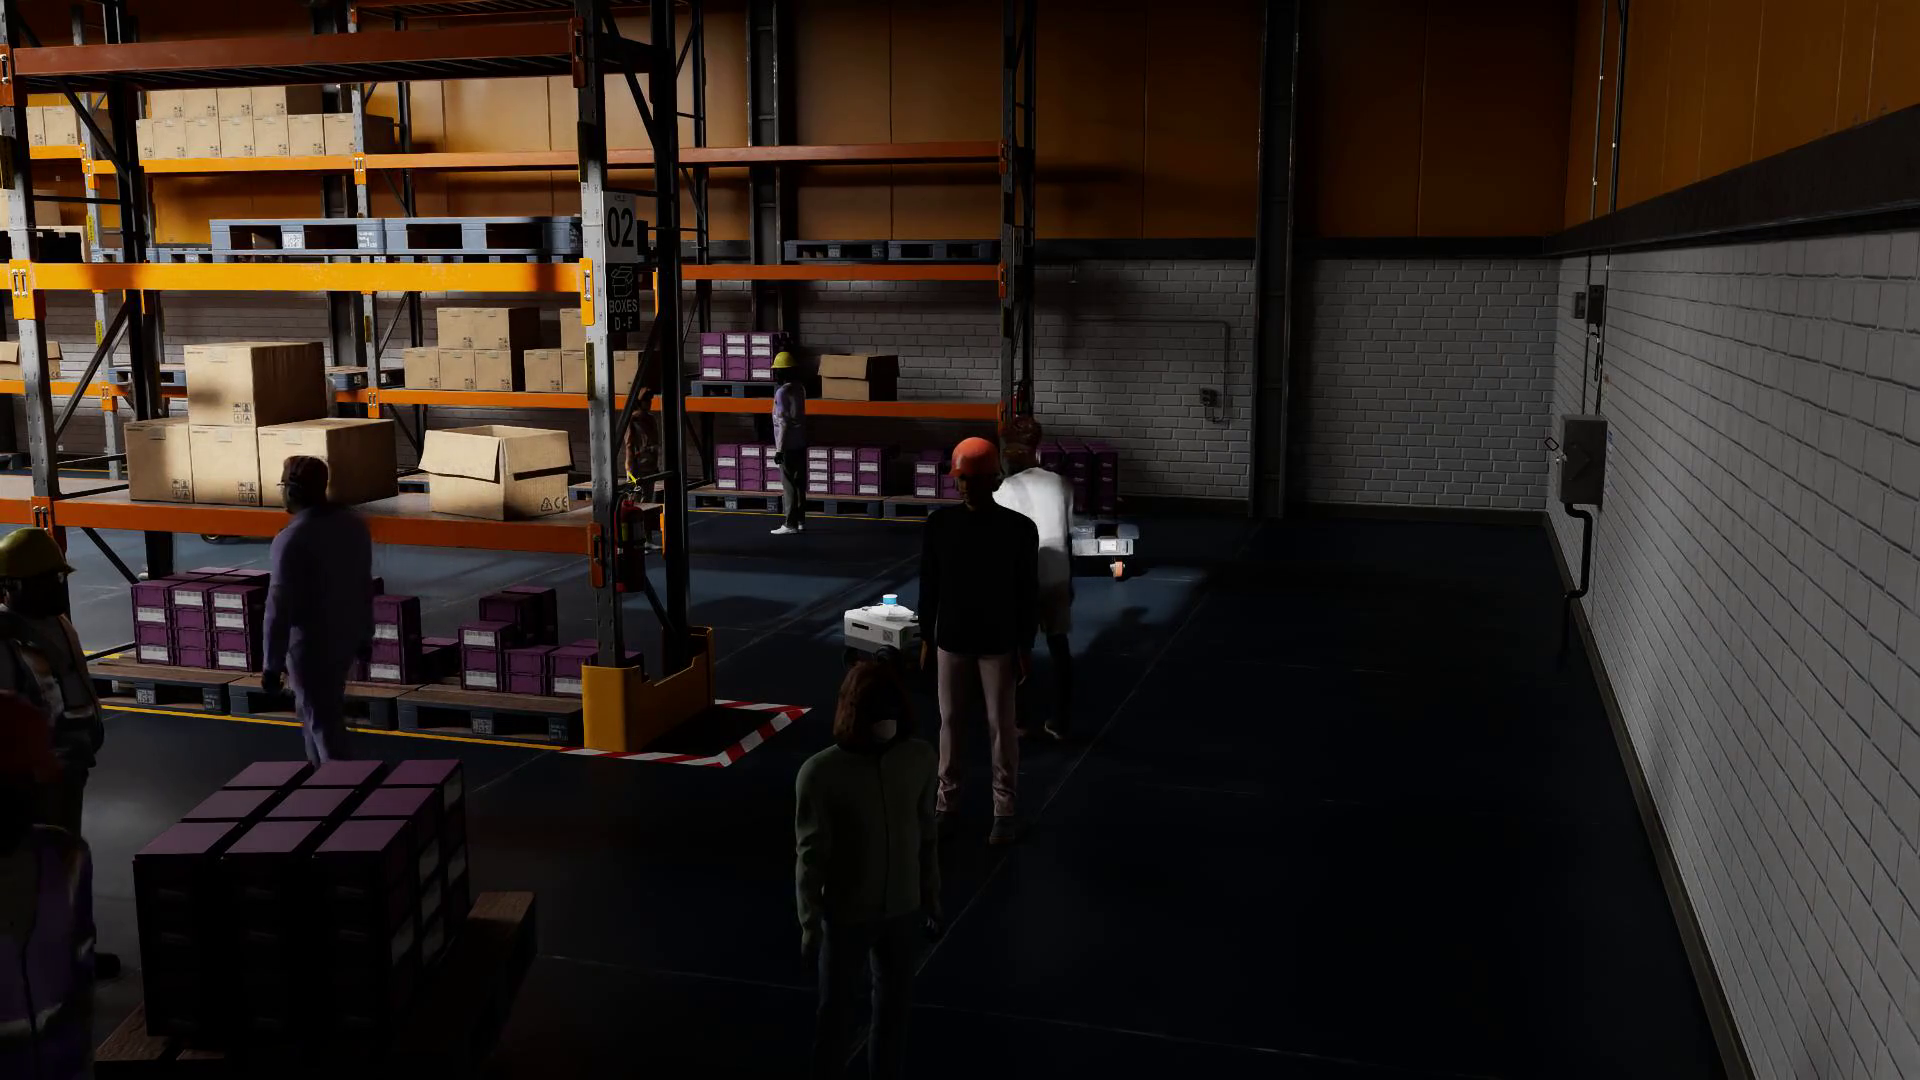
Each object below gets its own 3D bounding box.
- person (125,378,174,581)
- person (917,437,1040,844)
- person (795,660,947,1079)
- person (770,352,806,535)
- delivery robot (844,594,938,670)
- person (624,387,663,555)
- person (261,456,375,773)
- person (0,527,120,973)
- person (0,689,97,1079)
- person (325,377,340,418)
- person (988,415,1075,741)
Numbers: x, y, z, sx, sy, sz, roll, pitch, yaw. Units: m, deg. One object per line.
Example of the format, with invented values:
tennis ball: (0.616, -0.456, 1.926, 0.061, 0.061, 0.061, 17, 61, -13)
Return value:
person: (-7.317, -0.551, 14.970, 0.418, 1.837, 0.559, -1, 9, -7)
person: (0.082, 0.490, 8.127, 0.612, 1.995, 0.382, 3, 10, 16)
person: (-0.271, 1.164, 5.120, 0.507, 1.632, 0.267, -6, 11, -33)
person: (-1.817, -1.016, 17.515, 0.371, 1.925, 0.595, 2, 10, 15)
delivery robot: (-0.480, 0.618, 11.441, 0.477, 0.478, 0.707, -8, 12, -41)
person: (-3.126, -0.685, 16.367, 0.311, 1.642, 0.512, 3, 10, 20)
person: (-3.261, 0.524, 8.229, 0.657, 1.887, 0.673, 2, 10, 12)
person: (-3.509, 0.856, 6.389, 0.404, 1.830, 0.601, -1, 9, -7)
person: (-2.199, 1.256, 3.731, 0.811, 1.917, 0.563, 5, 10, 26)
person: (-7.374, -1.221, 19.013, 0.598, 1.834, 0.879, -5, 11, -29)
person: (0.429, 0.238, 9.869, 0.631, 1.936, 0.524, -8, 12, -41)
